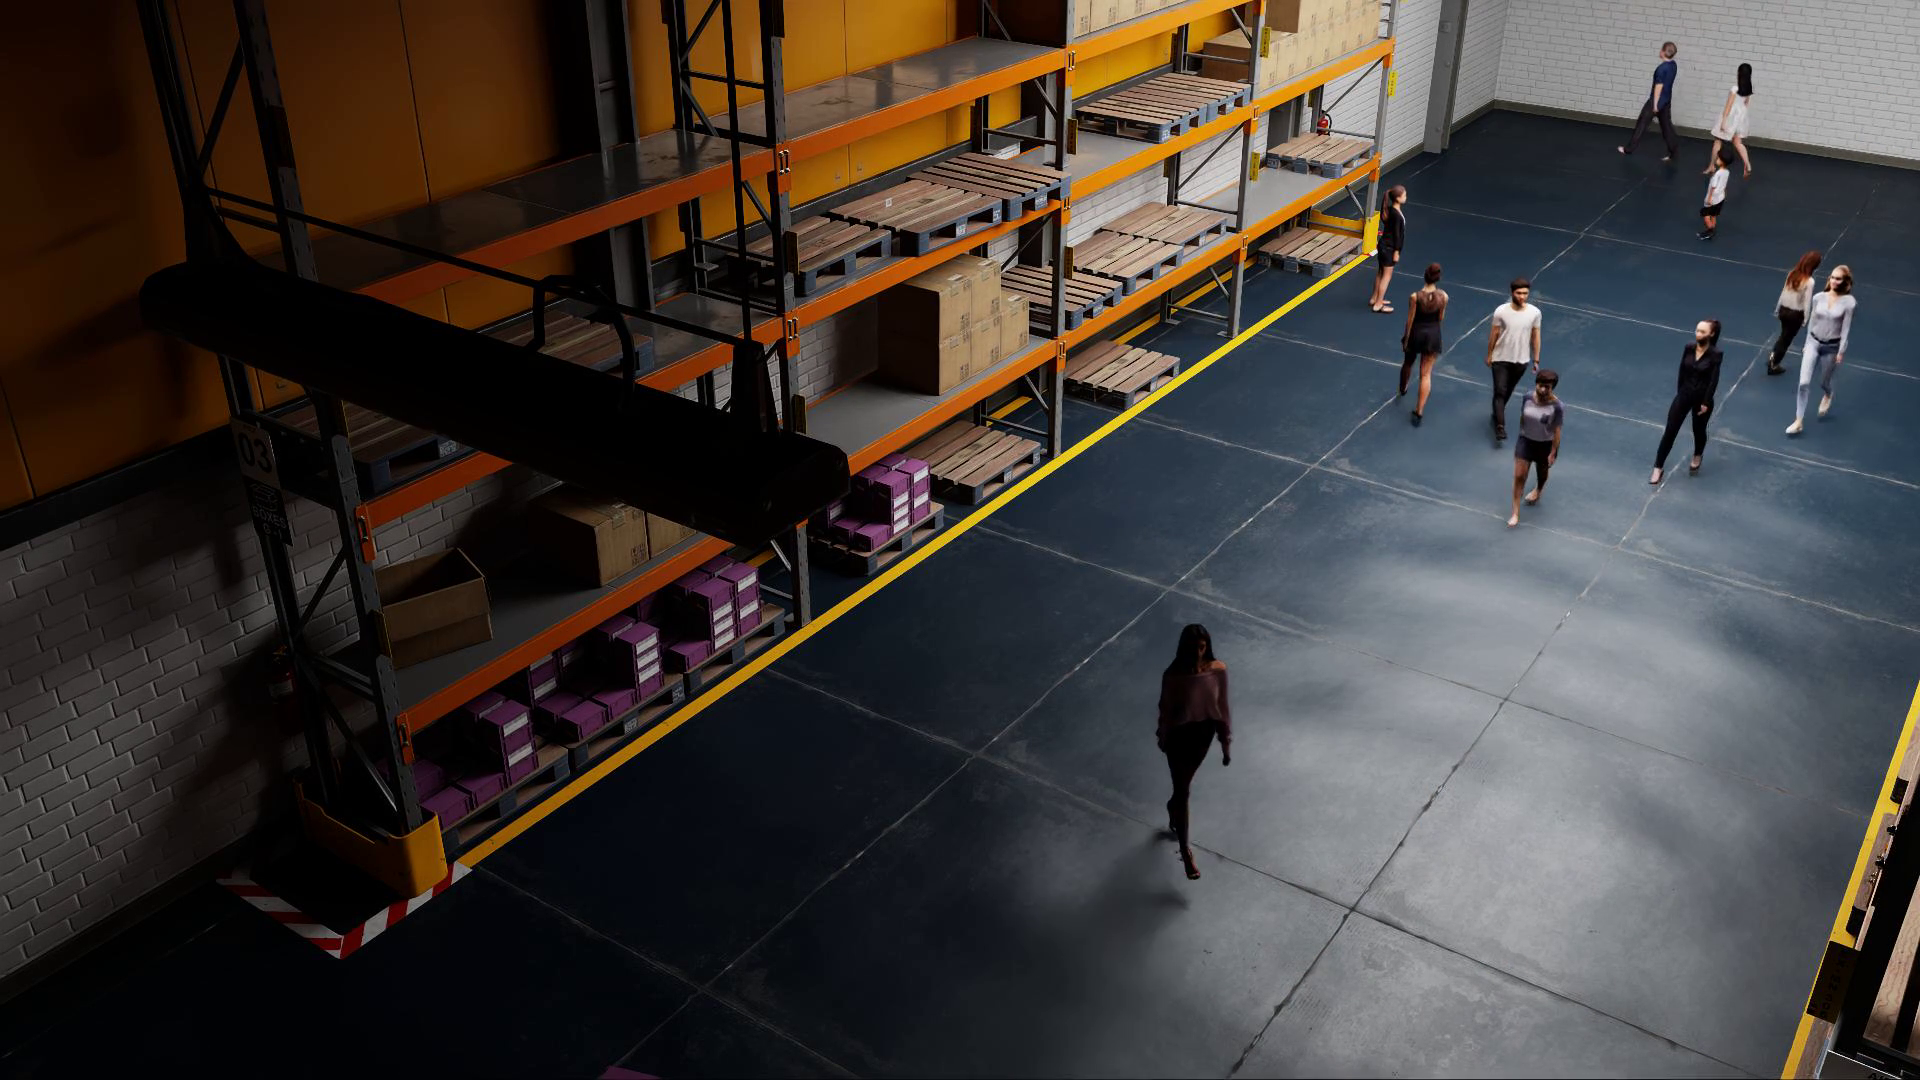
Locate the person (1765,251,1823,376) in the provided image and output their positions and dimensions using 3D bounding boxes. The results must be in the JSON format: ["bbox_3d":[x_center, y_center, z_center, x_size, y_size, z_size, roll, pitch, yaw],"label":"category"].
[{"bbox_3d":[9.174,-2.496,18.435,0.677,1.473,0.650,-12,31,-20],"label":"person"}]

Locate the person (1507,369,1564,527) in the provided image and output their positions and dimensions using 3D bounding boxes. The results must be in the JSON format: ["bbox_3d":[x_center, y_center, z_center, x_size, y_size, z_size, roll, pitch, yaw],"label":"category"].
[{"bbox_3d":[5.394,-0.927,15.533,0.590,1.496,1.093,19,34,31],"label":"person"}]

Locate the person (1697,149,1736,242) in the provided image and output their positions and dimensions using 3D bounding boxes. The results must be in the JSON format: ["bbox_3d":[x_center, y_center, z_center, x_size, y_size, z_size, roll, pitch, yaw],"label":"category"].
[{"bbox_3d":[10.359,-4.685,22.677,0.545,1.253,0.636,-19,34,-31],"label":"person"}]

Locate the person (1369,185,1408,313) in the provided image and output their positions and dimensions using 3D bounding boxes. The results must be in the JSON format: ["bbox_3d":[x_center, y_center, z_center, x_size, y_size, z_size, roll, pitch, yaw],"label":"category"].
[{"bbox_3d":[5.240,-3.576,20.331,0.682,1.553,0.606,1,29,1],"label":"person"}]

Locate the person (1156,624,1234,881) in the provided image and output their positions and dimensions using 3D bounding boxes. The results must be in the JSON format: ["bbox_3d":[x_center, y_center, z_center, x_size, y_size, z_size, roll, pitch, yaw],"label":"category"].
[{"bbox_3d":[1.519,1.302,11.157,1.061,1.774,1.107,-6,29,-10],"label":"person"}]

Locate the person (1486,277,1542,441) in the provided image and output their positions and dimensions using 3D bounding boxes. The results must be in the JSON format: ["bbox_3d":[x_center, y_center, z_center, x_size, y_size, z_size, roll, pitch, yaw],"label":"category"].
[{"bbox_3d":[5.676,-1.910,17.146,0.982,1.678,1.183,3,29,5],"label":"person"}]

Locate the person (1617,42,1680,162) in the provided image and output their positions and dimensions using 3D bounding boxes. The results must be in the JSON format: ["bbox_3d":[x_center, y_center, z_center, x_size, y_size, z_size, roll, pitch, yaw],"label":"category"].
[{"bbox_3d":[10.988,-6.772,25.911,1.244,1.820,1.008,-20,34,-32],"label":"person"}]

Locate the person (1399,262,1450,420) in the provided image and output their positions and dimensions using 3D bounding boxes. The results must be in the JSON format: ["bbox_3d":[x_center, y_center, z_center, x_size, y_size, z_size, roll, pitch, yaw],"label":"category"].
[{"bbox_3d":[4.891,-2.057,17.471,0.906,1.626,1.203,3,29,5],"label":"person"}]

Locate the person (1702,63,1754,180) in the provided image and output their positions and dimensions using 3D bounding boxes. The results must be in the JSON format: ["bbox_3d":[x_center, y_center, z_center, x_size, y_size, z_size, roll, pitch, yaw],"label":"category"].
[{"bbox_3d":[11.696,-6.243,25.021,1.126,1.744,1.077,-10,30,-18],"label":"person"}]

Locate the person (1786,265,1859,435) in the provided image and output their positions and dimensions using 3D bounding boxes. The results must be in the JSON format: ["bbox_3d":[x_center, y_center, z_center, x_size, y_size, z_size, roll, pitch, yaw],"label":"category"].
[{"bbox_3d":[8.963,-1.980,17.177,1.144,1.771,0.787,-22,36,-35],"label":"person"}]

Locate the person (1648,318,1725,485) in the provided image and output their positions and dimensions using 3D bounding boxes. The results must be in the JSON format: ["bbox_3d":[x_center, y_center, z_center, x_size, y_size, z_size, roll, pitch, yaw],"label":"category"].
[{"bbox_3d":[7.150,-1.335,16.105,1.112,1.666,0.740,-23,36,-36],"label":"person"}]
